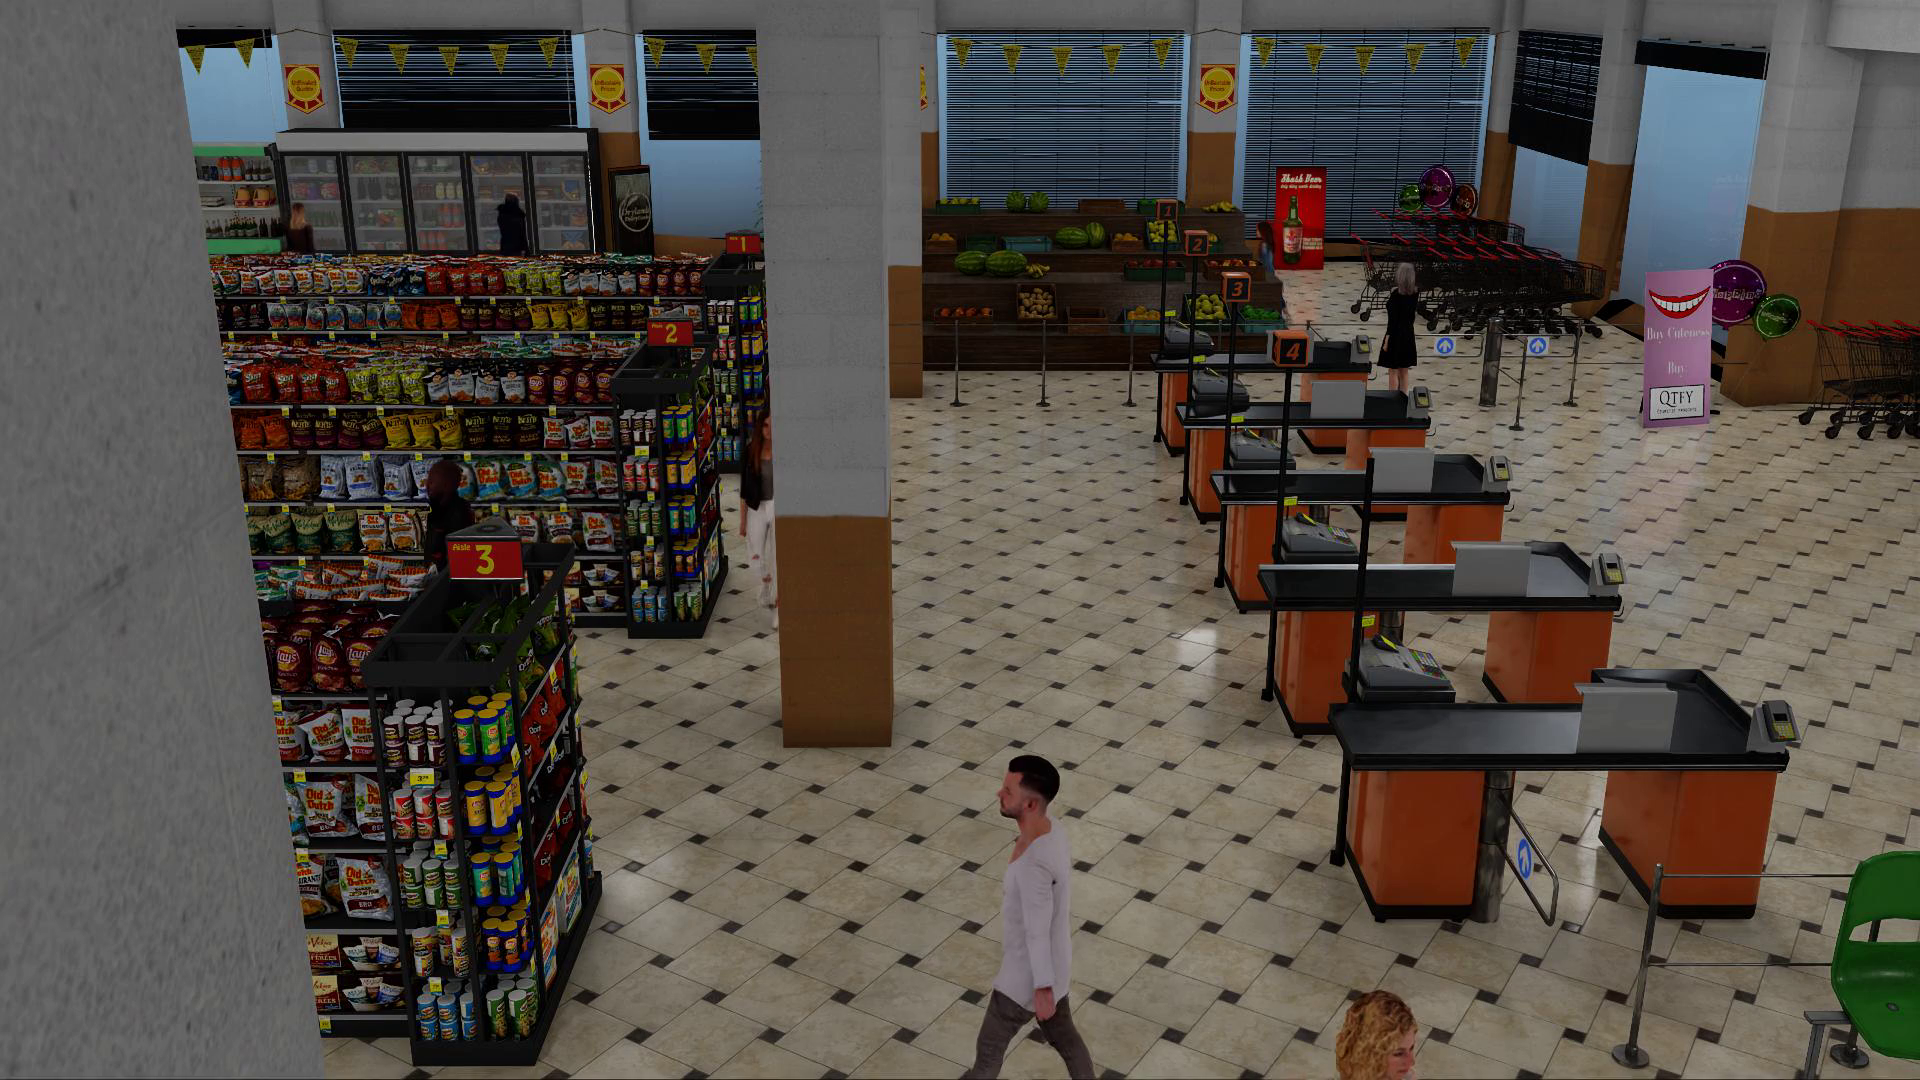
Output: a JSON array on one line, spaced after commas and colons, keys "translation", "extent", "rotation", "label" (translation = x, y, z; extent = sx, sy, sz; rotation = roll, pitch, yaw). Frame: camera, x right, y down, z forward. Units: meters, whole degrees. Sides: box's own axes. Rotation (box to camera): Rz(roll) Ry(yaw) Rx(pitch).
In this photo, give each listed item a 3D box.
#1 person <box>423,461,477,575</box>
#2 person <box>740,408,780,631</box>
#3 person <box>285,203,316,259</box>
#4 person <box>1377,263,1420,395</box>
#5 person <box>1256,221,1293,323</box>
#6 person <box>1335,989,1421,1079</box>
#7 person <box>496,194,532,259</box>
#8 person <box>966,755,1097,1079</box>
[{"translation": [-3.194, 0.357, 10.757], "extent": [1.197, 1.808, 1.001], "rotation": [-9, 21, -24], "label": "person"}, {"translation": [-1.432, -0.188, 12.560], "extent": [0.691, 1.688, 0.666], "rotation": [0, 19, 1], "label": "person"}, {"translation": [-9.377, -3.886, 23.580], "extent": [1.097, 1.654, 0.818], "rotation": [3, 19, 9], "label": "person"}, {"translation": [4.872, -2.208, 18.459], "extent": [0.675, 1.747, 0.760], "rotation": [-13, 22, -33], "label": "person"}, {"translation": [4.388, -3.735, 23.449], "extent": [1.098, 1.451, 0.848], "rotation": [8, 20, 22], "label": "person"}, {"translation": [1.260, 2.207, 5.557], "extent": [1.058, 1.624, 1.082], "rotation": [-16, 24, -39], "label": "person"}, {"translation": [-6.730, -4.322, 24.871], "extent": [1.038, 1.656, 0.976], "rotation": [9, 21, 25], "label": "person"}, {"translation": [0.379, 1.726, 6.718], "extent": [1.154, 1.794, 0.810], "rotation": [3, 19, 8], "label": "person"}]
